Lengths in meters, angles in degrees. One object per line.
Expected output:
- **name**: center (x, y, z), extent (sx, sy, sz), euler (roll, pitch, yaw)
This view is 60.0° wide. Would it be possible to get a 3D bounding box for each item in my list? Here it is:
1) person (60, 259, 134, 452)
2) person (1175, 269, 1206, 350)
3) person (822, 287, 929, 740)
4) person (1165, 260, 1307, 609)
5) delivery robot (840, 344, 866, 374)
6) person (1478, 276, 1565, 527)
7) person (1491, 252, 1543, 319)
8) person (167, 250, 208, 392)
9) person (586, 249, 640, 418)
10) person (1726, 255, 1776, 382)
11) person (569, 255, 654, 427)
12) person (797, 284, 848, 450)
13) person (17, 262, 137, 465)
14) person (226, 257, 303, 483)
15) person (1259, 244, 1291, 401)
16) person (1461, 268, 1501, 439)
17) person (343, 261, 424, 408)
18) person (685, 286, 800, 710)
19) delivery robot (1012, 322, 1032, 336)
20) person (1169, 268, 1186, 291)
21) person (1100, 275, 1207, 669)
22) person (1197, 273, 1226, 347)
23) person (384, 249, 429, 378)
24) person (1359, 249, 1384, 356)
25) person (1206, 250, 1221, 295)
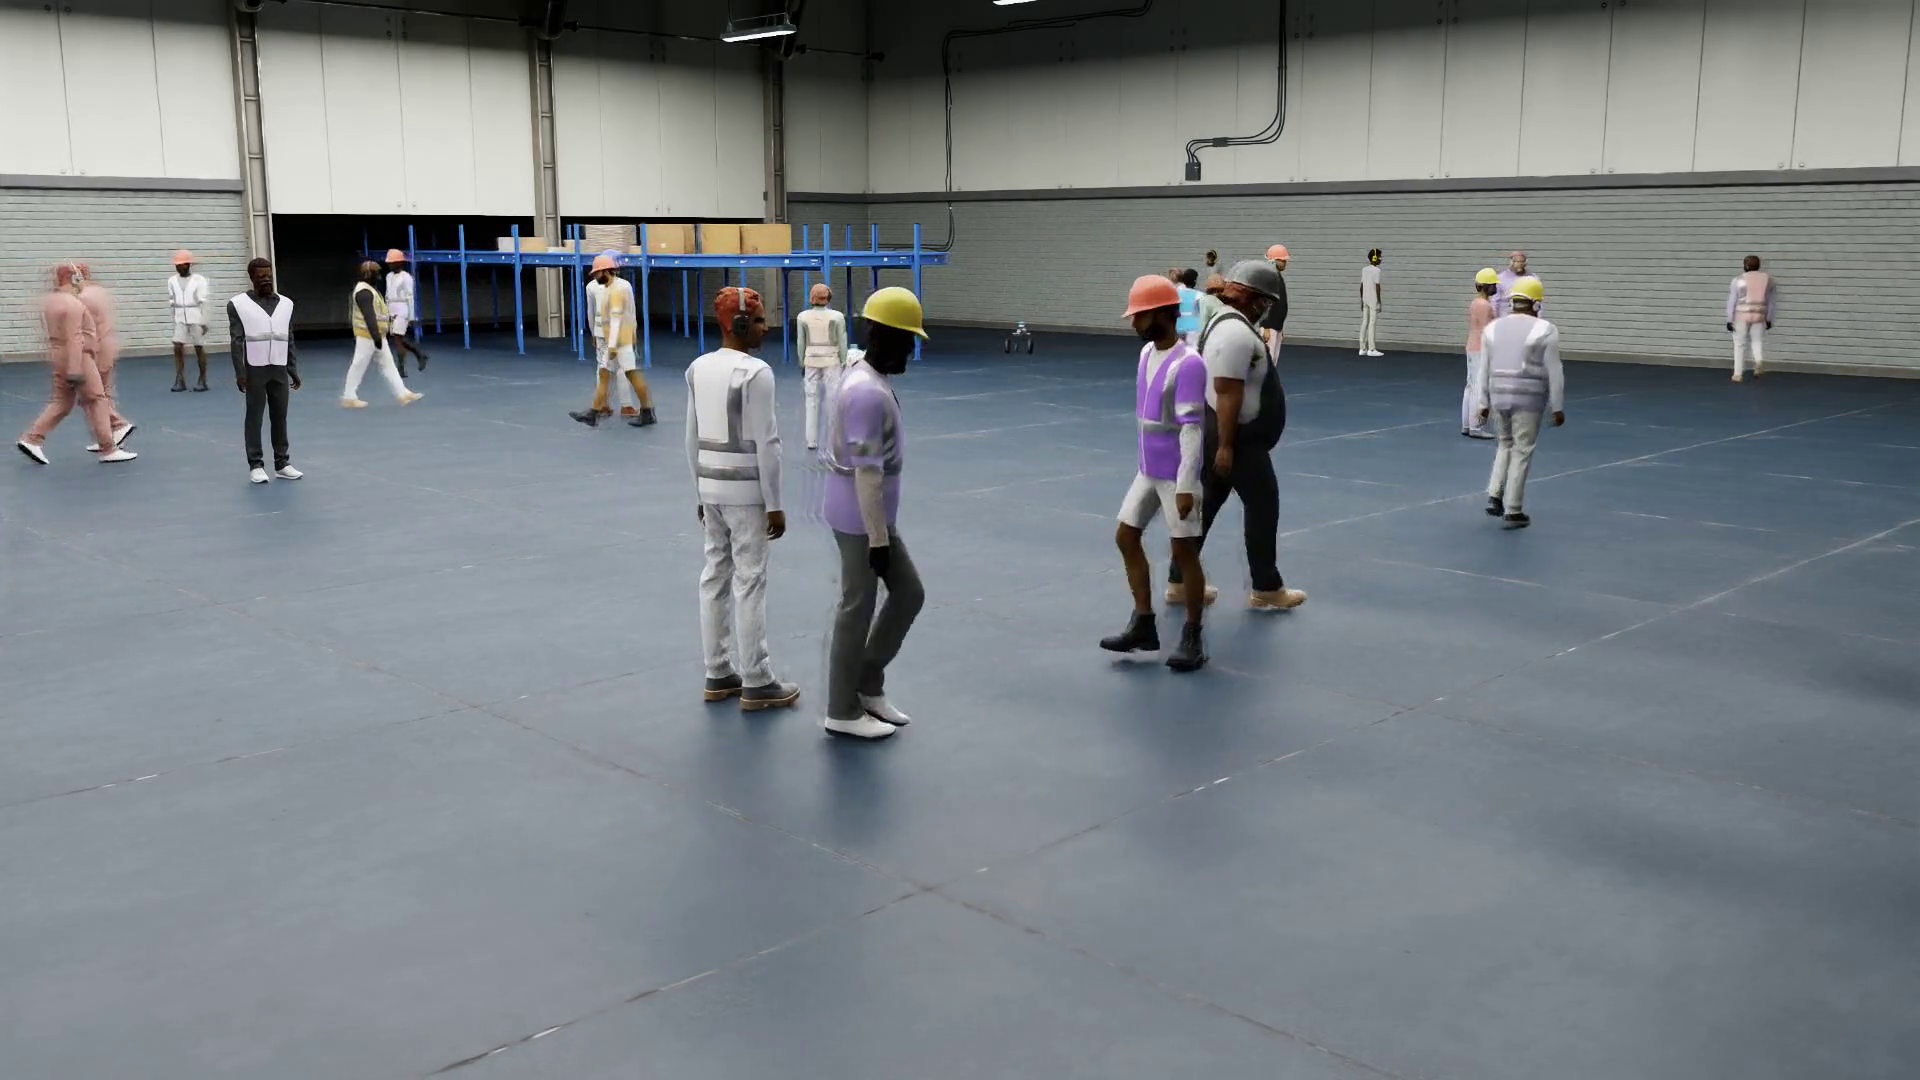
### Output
- **person**: center (-8.401, -1.776, 16.148), extent (0.466, 1.880, 0.732), euler (-3, 11, -18)
- **person**: center (3.153, -2.912, 22.983), extent (0.539, 1.660, 0.885), euler (6, 12, 30)
- **person**: center (-0.358, -0.095, 6.926), extent (0.505, 1.892, 0.636), euler (0, 10, 0)
- **person**: center (1.617, -0.603, 9.432), extent (0.917, 2.000, 0.726), euler (-1, 10, -4)
- **delivery robot**: center (-1.525, -2.580, 24.012), extent (0.477, 0.478, 0.707), euler (6, 12, 29)
- **person**: center (4.095, -1.004, 12.135), extent (0.438, 1.817, 0.611), euler (-8, 13, -37)
- **person**: center (7.763, -3.055, 23.134), extent (0.658, 1.875, 0.798), euler (0, 10, -1)
- **person**: center (-10.435, -2.944, 22.459), extent (0.557, 1.907, 0.786), euler (0, 10, -1)
- **person**: center (-4.047, -2.408, 19.408), extent (0.604, 1.949, 0.384), euler (3, 11, 16)
- **person**: center (11.406, -3.199, 24.036), extent (0.648, 1.829, 0.536), euler (1, 10, 6)
- **person**: center (-3.853, -2.179, 18.335), extent (0.981, 1.870, 0.679), euler (-4, 11, -21)
- **person**: center (-1.356, -1.706, 16.433), extent (0.512, 1.637, 0.307), euler (2, 11, 11)
- **person**: center (-8.299, -1.637, 15.454), extent (0.655, 1.874, 0.888), euler (9, 14, 40)
- **person**: center (-6.018, -1.477, 14.417), extent (0.392, 1.919, 0.593), euler (8, 13, 36)
- **person**: center (3.891, -2.653, 20.619), extent (0.392, 1.992, 0.623), euler (5, 12, 27)
- **person**: center (5.472, -1.956, 17.442), extent (0.312, 1.769, 0.522), euler (0, 10, 2)
- **person**: center (-7.183, -2.520, 20.456), extent (0.974, 1.788, 0.653), euler (-2, 11, -8)
- **person**: center (-0.999, -0.192, 7.504), extent (0.362, 1.883, 0.575), euler (-10, 14, -44)
- **delivery robot**: center (1.113, -3.844, 30.198), extent (0.335, 0.223, 0.698), euler (2, 11, 12)
- **person**: center (3.294, -3.308, 25.180), extent (0.530, 1.624, 0.527), euler (-7, 12, -33)
- **person**: center (0.964, -0.328, 8.161), extent (0.566, 1.910, 0.658), euler (-4, 11, -23)
- **person**: center (3.234, -2.546, 21.024), extent (0.498, 1.633, 0.284), euler (-3, 11, -18)
- **person**: center (-8.338, -3.408, 24.960), extent (0.559, 1.915, 0.714), euler (9, 14, 41)
- **person**: center (7.265, -4.188, 29.361), extent (0.335, 1.862, 0.521), euler (-4, 11, -23)
- **person**: center (4.808, -4.571, 31.558), extent (0.341, 1.830, 0.645), euler (3, 11, 16)
